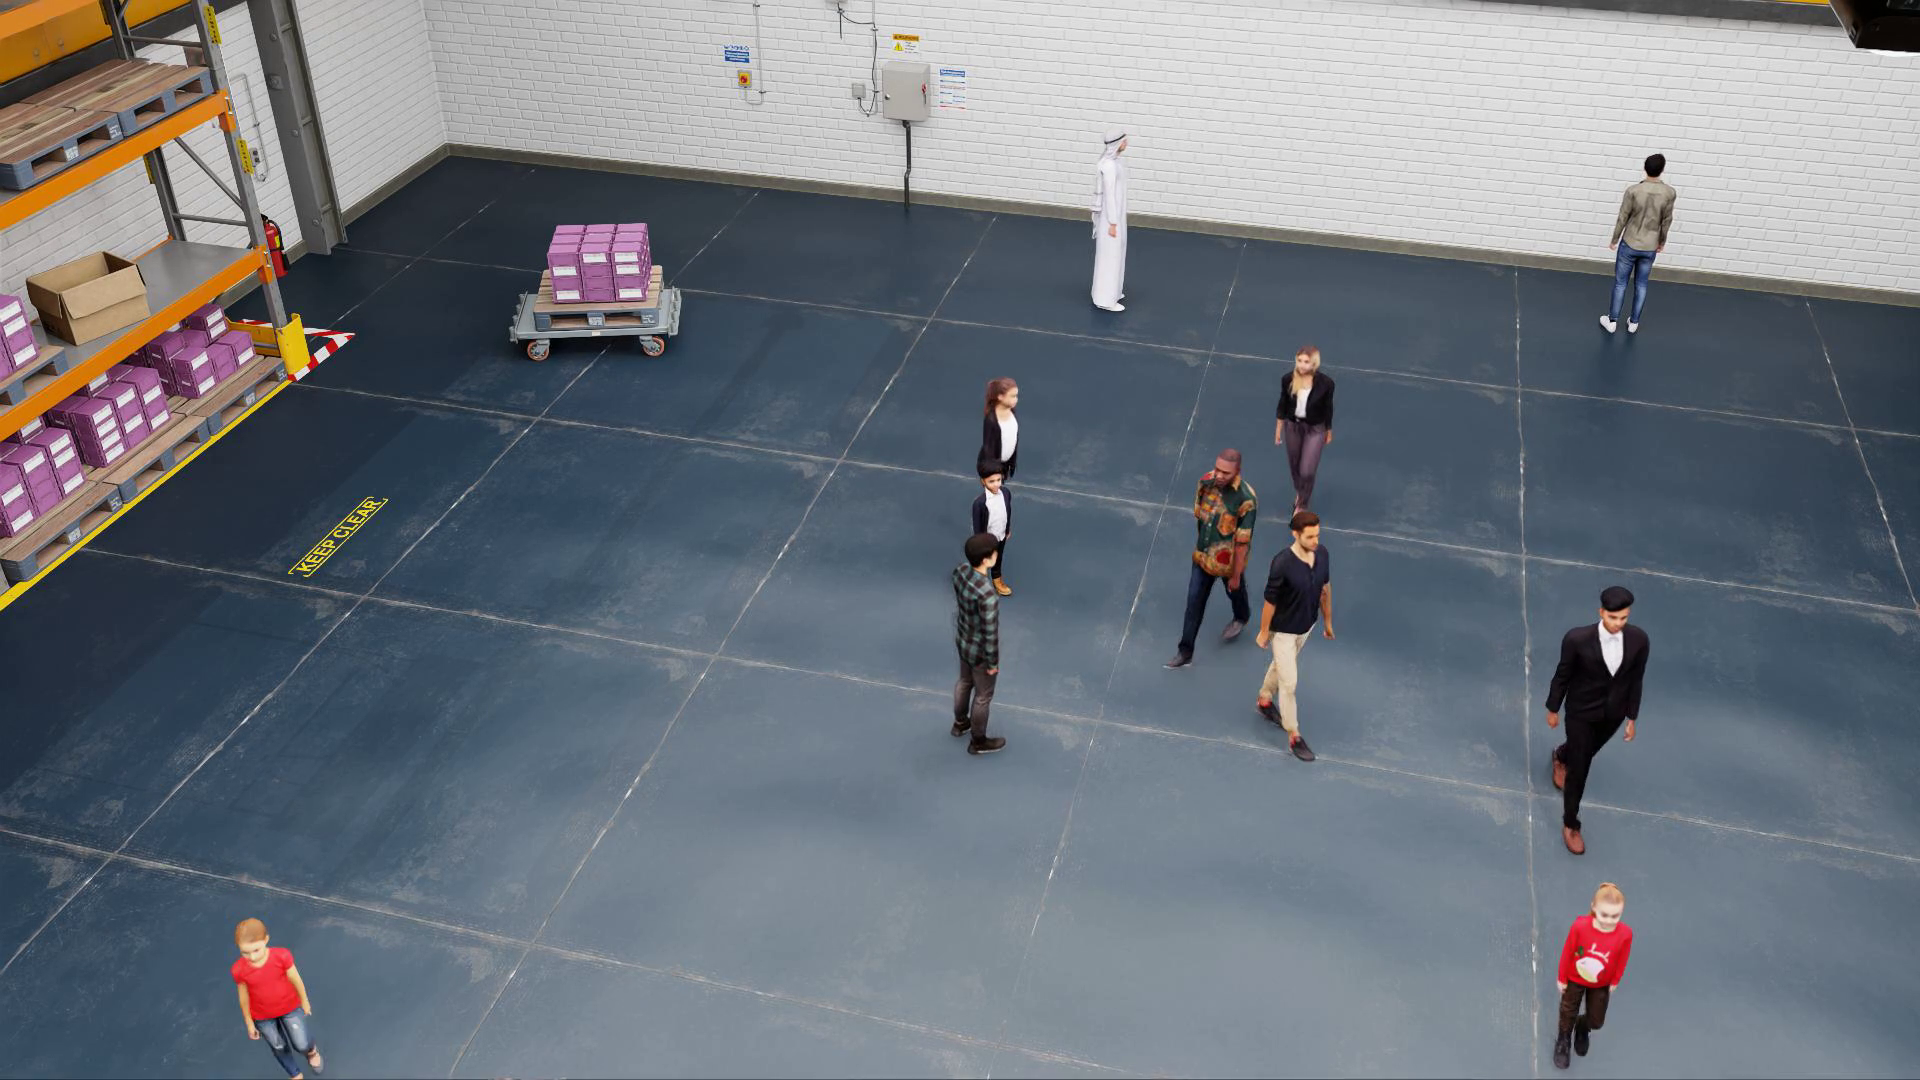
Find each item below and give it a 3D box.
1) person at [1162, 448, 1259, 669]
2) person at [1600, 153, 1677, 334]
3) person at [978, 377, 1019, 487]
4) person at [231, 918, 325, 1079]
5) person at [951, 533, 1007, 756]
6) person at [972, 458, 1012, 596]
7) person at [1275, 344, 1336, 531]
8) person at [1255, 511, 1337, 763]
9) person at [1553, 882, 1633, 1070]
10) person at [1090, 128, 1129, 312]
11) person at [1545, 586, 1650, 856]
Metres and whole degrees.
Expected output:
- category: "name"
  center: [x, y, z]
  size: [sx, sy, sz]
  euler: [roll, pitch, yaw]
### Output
- category: "person"
  center: [1.979, 0.092, 12.238]
  size: [1.087, 1.753, 1.335]
  euler: [27, 42, 34]
- category: "person"
  center: [6.837, -2.978, 16.754]
  size: [0.746, 1.867, 0.638]
  euler: [2, 34, 3]
- category: "person"
  center: [0.235, -0.653, 13.554]
  size: [0.721, 1.537, 0.641]
  euler: [28, 43, 36]
- category: "person"
  center: [-3.712, 2.495, 9.030]
  size: [0.589, 1.302, 0.652]
  euler: [-10, 35, -14]
- category: "person"
  center: [0.124, 0.683, 11.283]
  size: [0.785, 1.710, 0.736]
  euler: [-16, 37, -23]
- category: "person"
  center: [0.245, -0.095, 12.995]
  size: [0.583, 1.227, 0.650]
  euler: [-20, 39, -27]
- category: "person"
  center: [2.898, -0.915, 13.851]
  size: [0.698, 1.644, 0.816]
  euler: [16, 37, 23]
- category: "person"
  center: [2.226, 0.547, 11.478]
  size: [1.030, 1.836, 1.075]
  euler: [-20, 38, -27]
- category: "person"
  center: [3.482, 2.378, 9.231]
  size: [0.488, 1.274, 0.521]
  euler: [8, 35, 12]
- category: "person"
  center: [1.560, -3.342, 17.248]
  size: [0.783, 1.927, 0.634]
  euler: [3, 34, 4]
- category: "person"
  center: [4.075, 1.039, 10.721]
  size: [0.919, 1.855, 1.245]
  euler: [-1, 34, -1]
